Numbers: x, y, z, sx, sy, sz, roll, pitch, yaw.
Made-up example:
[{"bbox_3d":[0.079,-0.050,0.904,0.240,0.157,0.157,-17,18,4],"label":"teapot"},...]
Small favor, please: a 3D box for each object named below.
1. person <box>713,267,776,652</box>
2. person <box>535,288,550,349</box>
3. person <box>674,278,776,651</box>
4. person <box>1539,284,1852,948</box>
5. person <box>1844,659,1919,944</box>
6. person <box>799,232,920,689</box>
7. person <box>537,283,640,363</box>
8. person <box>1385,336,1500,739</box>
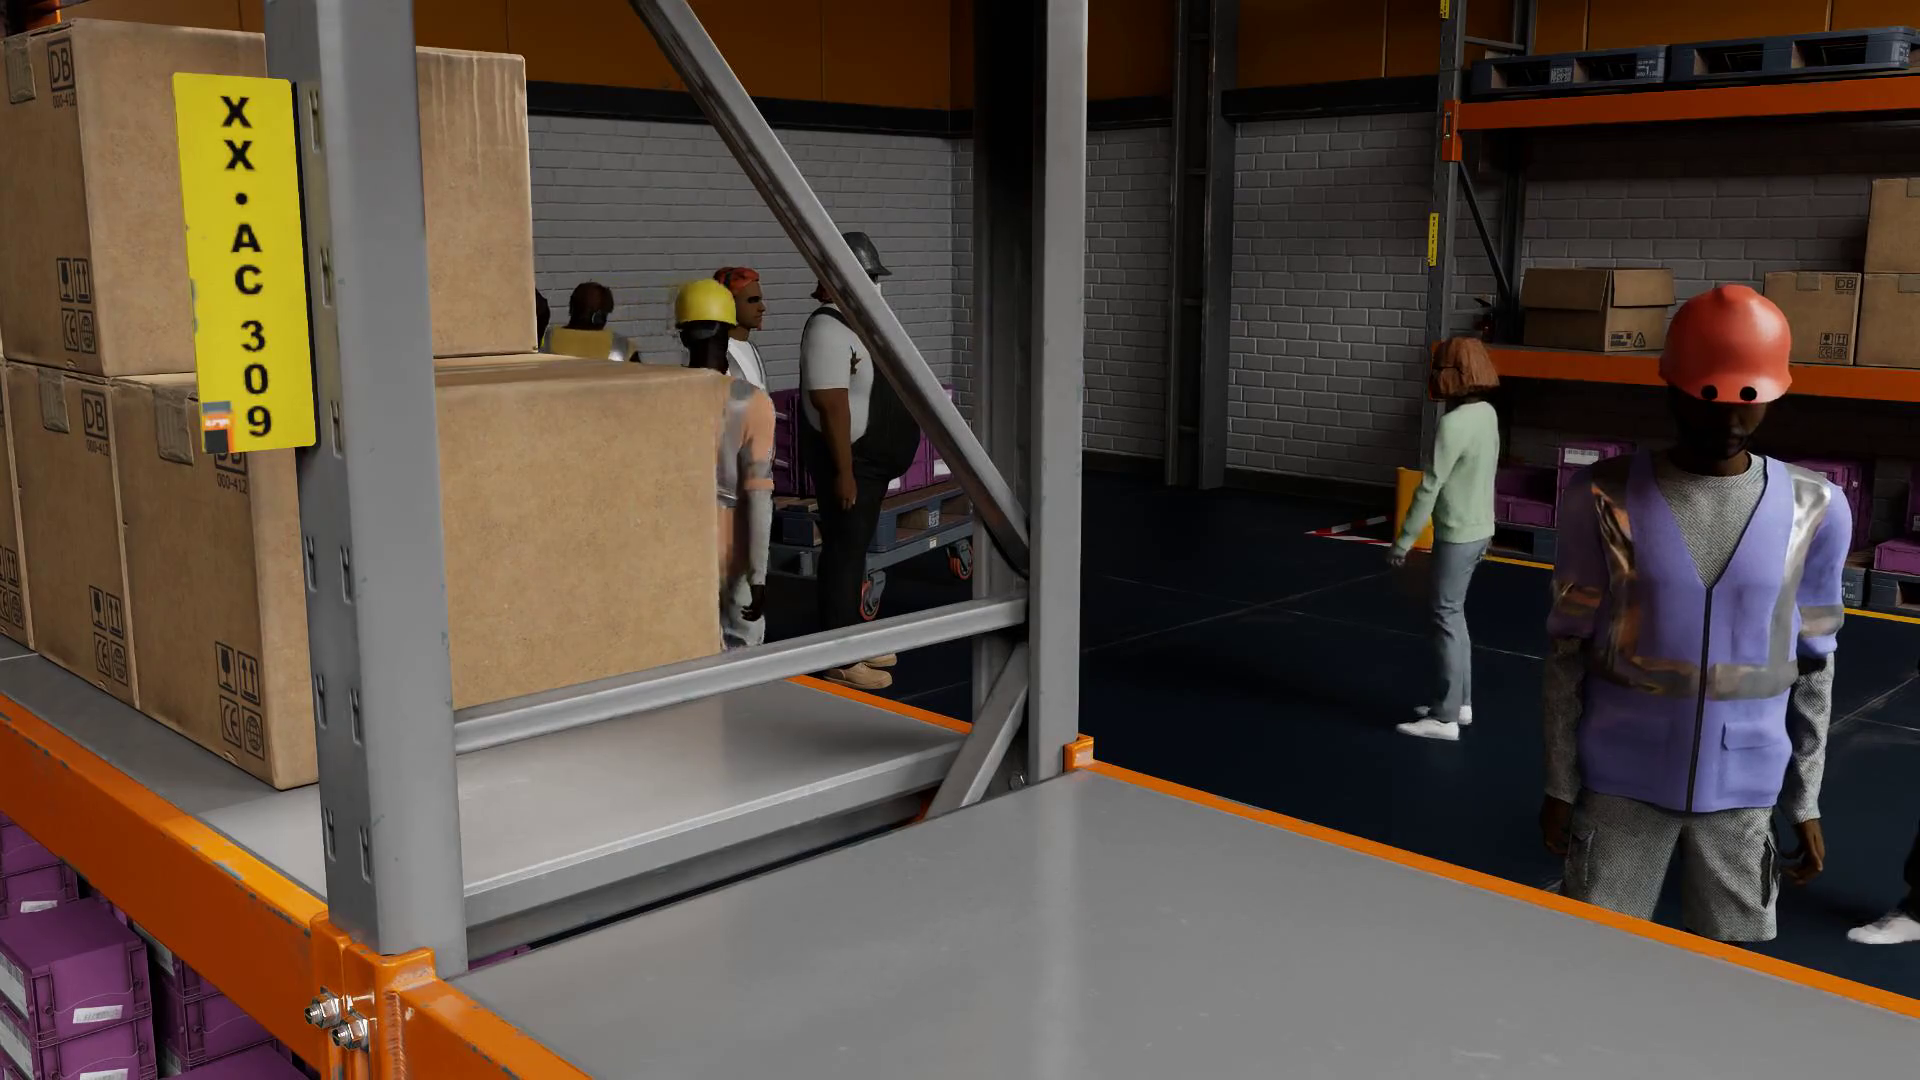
[{"bbox_3d":[-0.985,-0.263,7.413,0.356,1.883,0.572,2,11,10],"label":"person"},{"bbox_3d":[-1.475,0.065,5.657,0.316,1.870,0.531,3,11,18],"label":"person"},{"bbox_3d":[-0.914,0.032,5.822,0.583,1.884,0.963,3,11,14],"label":"person"},{"bbox_3d":[1.425,0.470,3.278,0.543,1.932,0.370,3,11,13],"label":"person"},{"bbox_3d":[2.865,0.263,4.555,0.604,1.913,0.610,-3,11,-15],"label":"person"},{"bbox_3d":[-0.449,-0.367,7.546,0.538,2.000,0.684,0,10,3],"label":"person"},{"bbox_3d":[-2.008,-0.462,8.802,0.665,1.781,0.932,-1,10,-4],"label":"person"},{"bbox_3d":[1.962,0.001,6.685,0.343,1.627,0.527,7,12,34],"label":"person"}]
